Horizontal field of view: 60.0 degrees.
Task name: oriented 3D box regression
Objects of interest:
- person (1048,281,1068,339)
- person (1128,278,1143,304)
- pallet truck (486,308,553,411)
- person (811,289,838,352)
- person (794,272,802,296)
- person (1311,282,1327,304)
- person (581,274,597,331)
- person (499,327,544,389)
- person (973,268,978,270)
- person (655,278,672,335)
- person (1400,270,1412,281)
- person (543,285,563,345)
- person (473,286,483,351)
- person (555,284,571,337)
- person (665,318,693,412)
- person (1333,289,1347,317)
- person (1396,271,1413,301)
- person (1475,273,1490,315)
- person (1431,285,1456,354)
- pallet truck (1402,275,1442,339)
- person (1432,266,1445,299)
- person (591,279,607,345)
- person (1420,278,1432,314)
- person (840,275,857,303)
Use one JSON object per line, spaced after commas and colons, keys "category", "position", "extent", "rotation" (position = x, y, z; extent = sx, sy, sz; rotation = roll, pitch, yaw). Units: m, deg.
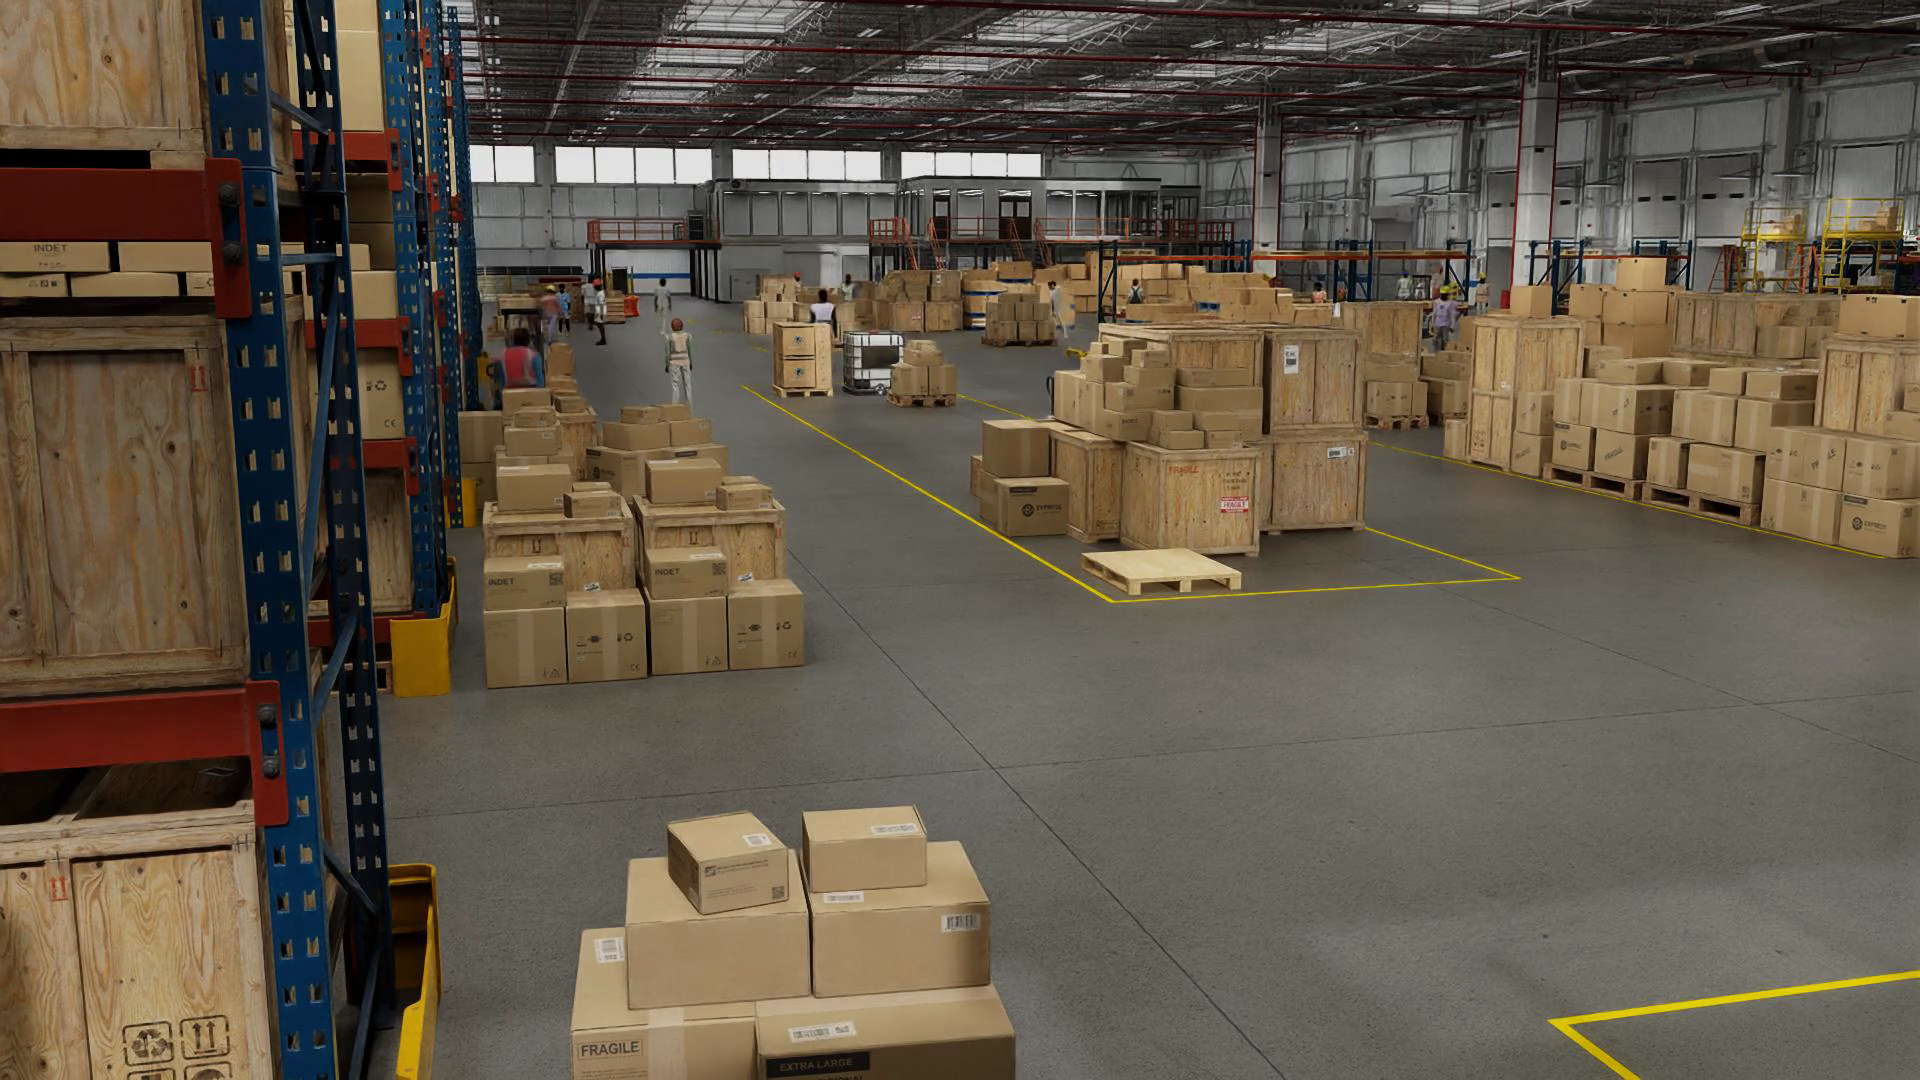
{"category": "person", "position": [2.984, -7.108, 51.457], "extent": [0.944, 1.816, 0.551], "rotation": [10, 14, 44]}
{"category": "person", "position": [5.846, -7.798, 55.304], "extent": [0.535, 1.829, 0.486], "rotation": [2, 10, 10]}
{"category": "pallet truck", "position": [-6.242, -2.418, 24.362], "extent": [0.823, 1.965, 1.885], "rotation": [1, 10, 3]}
{"category": "person", "position": [-3.125, -4.801, 38.137], "extent": [0.609, 1.901, 0.625], "rotation": [2, 10, 9]}
{"category": "person", "position": [-5.978, -8.899, 61.232], "extent": [0.362, 1.938, 0.545], "rotation": [8, 13, 38]}
{"category": "person", "position": [11.933, -7.730, 55.338], "extent": [0.537, 1.685, 0.320], "rotation": [6, 12, 30]}
{"category": "person", "position": [-12.535, -8.047, 56.398], "extent": [0.629, 1.939, 0.537], "rotation": [-4, 11, -20]}
{"category": "person", "position": [-5.692, -1.855, 21.662], "extent": [0.640, 1.824, 0.467], "rotation": [4, 11, 20]}
{"category": "person", "position": [0.721, -11.726, 77.395], "extent": [0.355, 1.885, 0.574], "rotation": [-1, 10, -6]}
{"category": "person", "position": [-9.671, -7.623, 54.321], "extent": [0.541, 1.820, 0.993], "rotation": [0, 10, 3]}
{"category": "person", "position": [19.667, -11.024, 73.586], "extent": [0.634, 1.831, 0.429], "rotation": [-5, 11, -26]}
{"category": "person", "position": [-11.876, -6.574, 48.652], "extent": [0.525, 1.729, 0.866], "rotation": [4, 11, 21]}
{"category": "person", "position": [-13.097, -6.006, 44.560], "extent": [0.536, 2.000, 0.682], "rotation": [3, 11, 19]}
{"category": "person", "position": [-12.663, -7.324, 53.013], "extent": [0.534, 1.692, 0.320], "rotation": [1, 10, 8]}
{"category": "person", "position": [-4.850, -3.009, 28.730], "extent": [0.512, 1.639, 0.311], "rotation": [-6, 12, -30]}
{"category": "person", "position": [8.904, -4.902, 38.792], "extent": [0.350, 1.878, 0.568], "rotation": [-7, 12, -36]}
{"category": "person", "position": [17.712, -9.749, 66.180], "extent": [0.641, 1.890, 1.022], "rotation": [4, 11, 21]}
{"category": "person", "position": [18.322, -8.395, 58.399], "extent": [0.358, 1.930, 0.590], "rotation": [-7, 12, -33]}
{"category": "person", "position": [11.841, -5.295, 40.900], "extent": [0.623, 1.903, 0.682], "rotation": [7, 12, 36]}
{"category": "pallet truck", "position": [14.620, -7.324, 52.145], "extent": [0.823, 1.965, 1.885], "rotation": [8, 13, 40]}
{"category": "person", "position": [22.025, -11.550, 76.178], "extent": [0.649, 1.952, 0.936], "rotation": [0, 10, -3]}
{"category": "person", "position": [-10.514, -6.634, 48.470], "extent": [0.445, 1.910, 0.563], "rotation": [-3, 11, -19]}
{"category": "person", "position": [15.142, -7.625, 54.013], "extent": [0.371, 1.941, 0.627], "rotation": [7, 12, 33]}
{"category": "person", "position": [-3.969, -8.503, 59.211], "extent": [0.597, 1.866, 0.999], "rotation": [8, 13, 38]}
